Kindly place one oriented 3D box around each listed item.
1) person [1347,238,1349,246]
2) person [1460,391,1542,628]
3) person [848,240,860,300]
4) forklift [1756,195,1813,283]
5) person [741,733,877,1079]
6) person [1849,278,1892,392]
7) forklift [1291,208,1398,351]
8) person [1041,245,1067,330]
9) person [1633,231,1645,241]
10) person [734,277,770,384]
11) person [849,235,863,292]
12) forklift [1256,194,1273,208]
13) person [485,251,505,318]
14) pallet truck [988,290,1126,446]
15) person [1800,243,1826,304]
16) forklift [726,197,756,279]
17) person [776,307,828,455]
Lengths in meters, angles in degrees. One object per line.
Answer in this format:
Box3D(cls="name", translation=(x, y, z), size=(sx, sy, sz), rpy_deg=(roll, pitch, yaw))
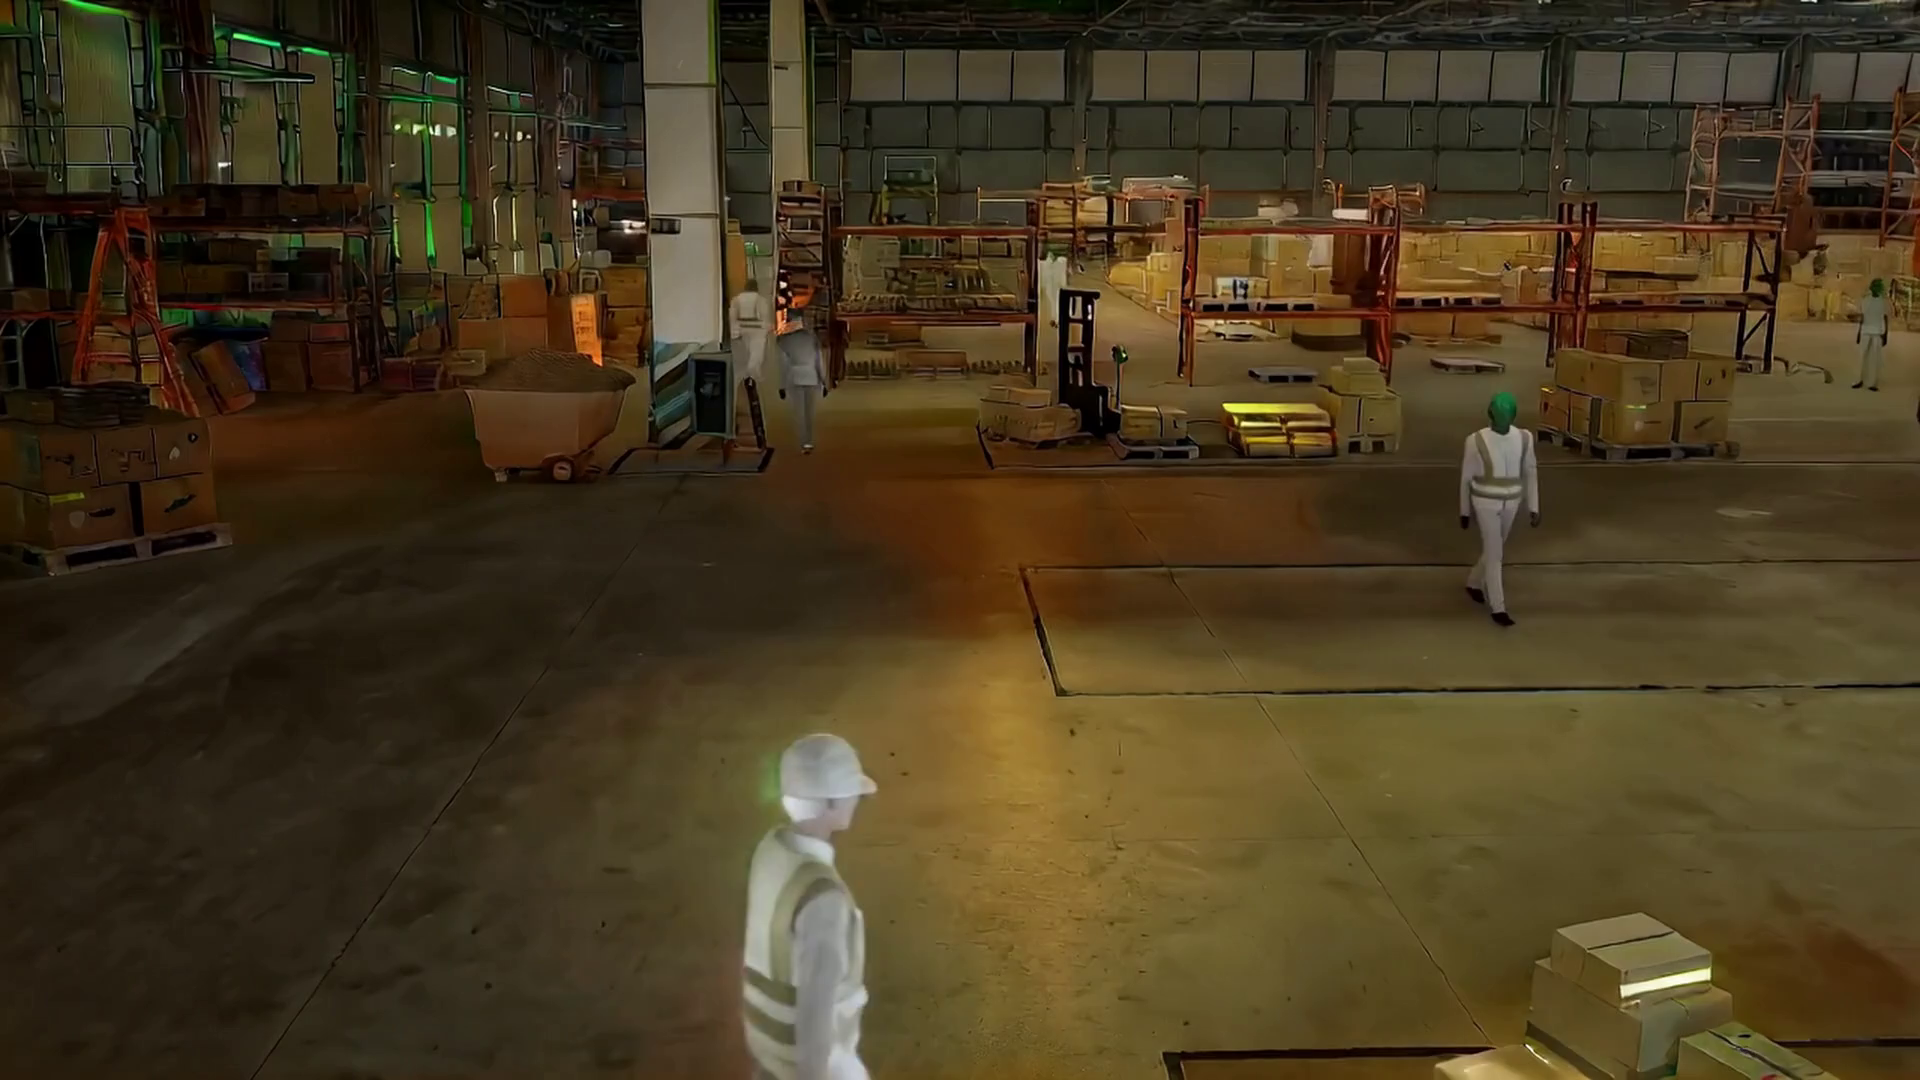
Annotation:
Box3D(cls="person", translation=(14.475, -10.810, 60.806), size=(0.879, 1.878, 0.721), rpy_deg=(-6, 14, -27))
Box3D(cls="person", translation=(4.312, -0.288, 13.404), size=(0.587, 1.846, 0.971), rpy_deg=(-2, 13, -11))
Box3D(cls="person", translation=(-2.924, -7.439, 46.023), size=(0.321, 1.689, 0.530), rpy_deg=(-2, 13, -7))
Box3D(cls="forklift", translation=(26.839, -9.676, 53.410), size=(1.873, 2.768, 1.129), rpy_deg=(0, 12, -2))
Box3D(cls="person", translation=(-0.419, 1.503, 5.176), size=(0.986, 1.892, 0.636), rpy_deg=(-6, 14, -24))
Box3D(cls="person", translation=(14.936, -3.360, 27.231), size=(0.319, 1.857, 0.527), rpy_deg=(-7, 14, -28))
Box3D(cls="forklift", translation=(7.790, -5.277, 33.547), size=(1.873, 2.768, 1.129), rpy_deg=(-3, 13, -12))
Box3D(cls="person", translation=(2.113, -5.708, 37.695), size=(0.634, 1.924, 0.437), rpy_deg=(4, 13, 19))
Box3D(cls="person", translation=(19.345, -7.926, 47.556), size=(0.636, 1.971, 0.586), rpy_deg=(-4, 13, -17))
Box3D(cls="person", translation=(-3.503, -3.492, 27.914), size=(0.651, 1.816, 0.686), rpy_deg=(6, 14, 25))
Box3D(cls="person", translation=(-3.128, -8.341, 49.586), size=(0.392, 1.919, 0.581), rpy_deg=(-11, 16, -40))
Box3D(cls="forklift", translation=(10.014, -9.992, 54.833), size=(1.873, 2.768, 1.129), rpy_deg=(0, 12, -2))
Box3D(cls="person", translation=(-11.459, -6.269, 40.873), size=(0.522, 1.631, 0.325), rpy_deg=(12, 17, 42))
Box3D(cls="pallet truck", translation=(1.257, -2.299, 22.111), size=(1.885, 1.965, 0.823), rpy_deg=(-9, 15, -35))
Box3D(cls="person", translation=(23.269, -7.187, 44.943), size=(0.541, 1.670, 0.825), rpy_deg=(-10, 16, -38))
Box3D(cls="forklift", translation=(-6.936, -8.600, 48.549), size=(1.873, 2.768, 1.129), rpy_deg=(0, 12, -2))
Box3D(cls="person", translation=(-2.013, -2.027, 21.216), size=(0.649, 1.863, 0.960), rpy_deg=(-2, 13, -10))
